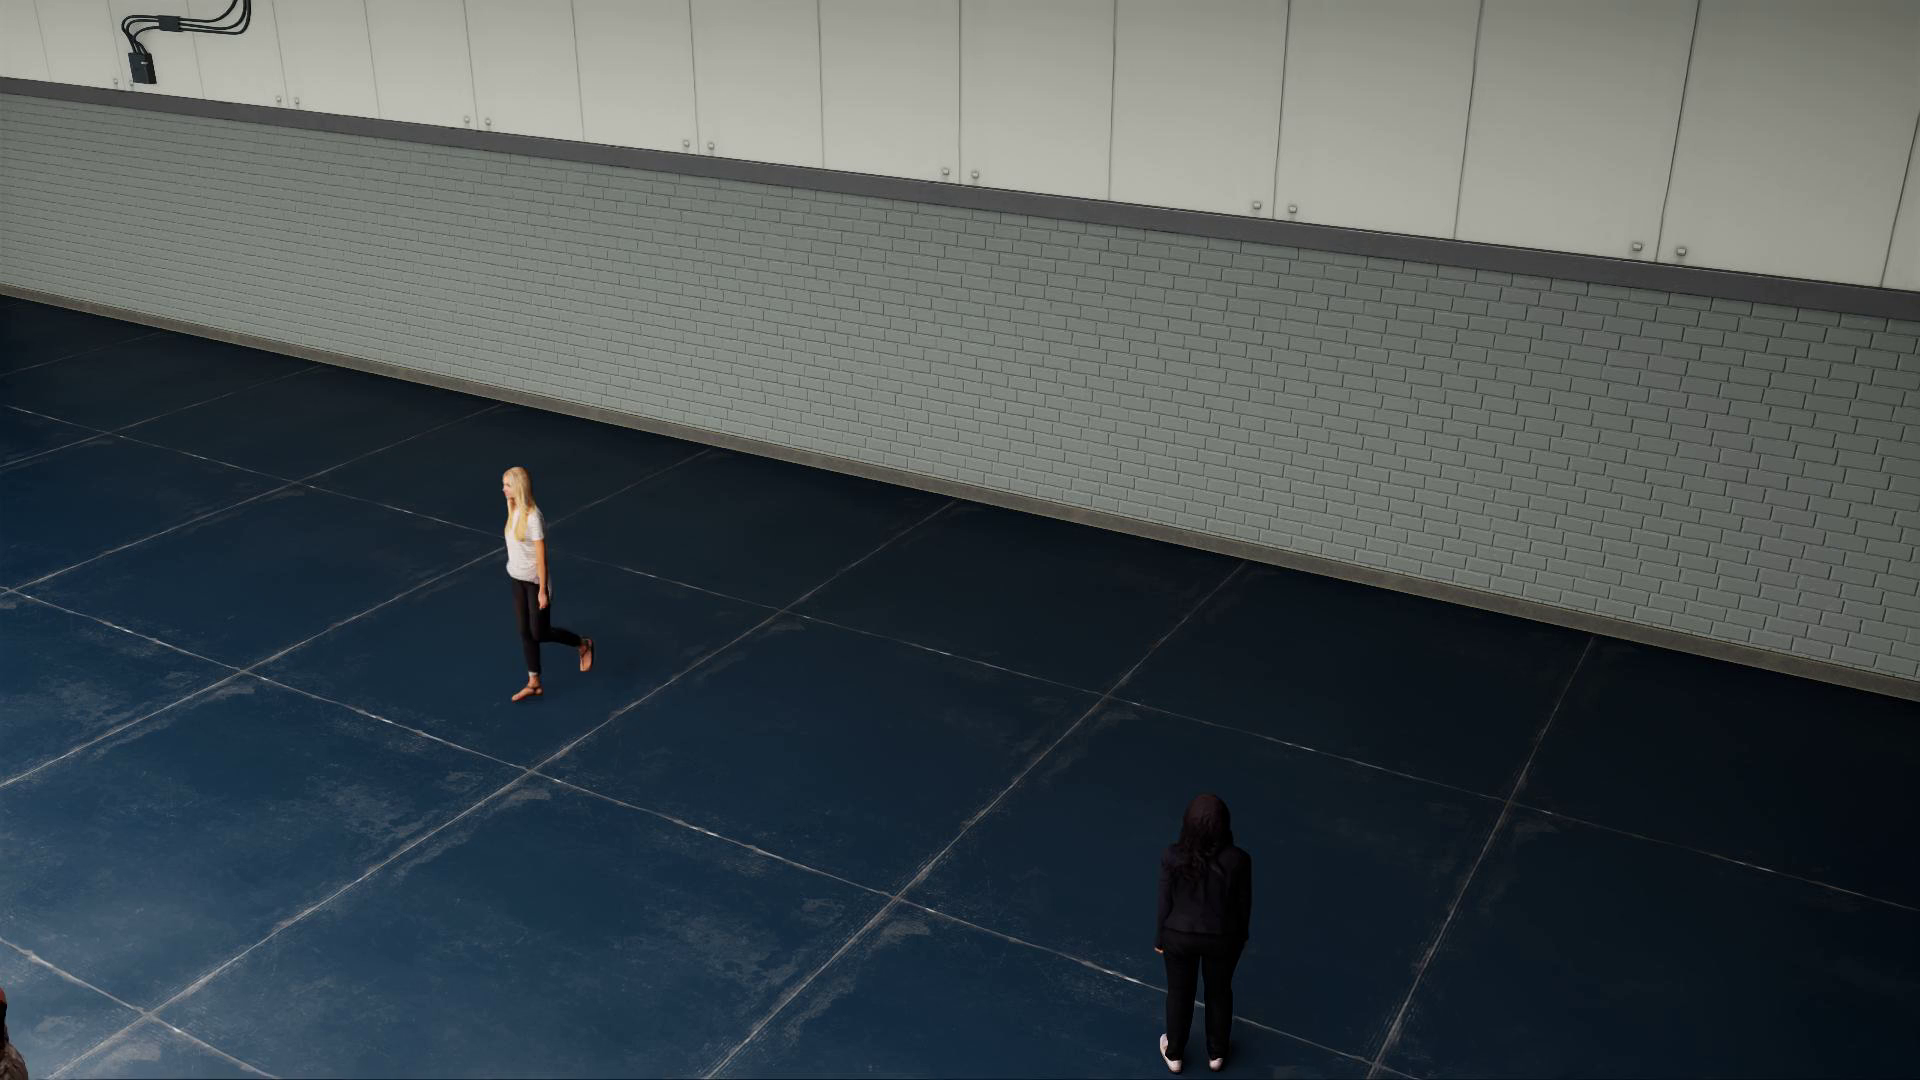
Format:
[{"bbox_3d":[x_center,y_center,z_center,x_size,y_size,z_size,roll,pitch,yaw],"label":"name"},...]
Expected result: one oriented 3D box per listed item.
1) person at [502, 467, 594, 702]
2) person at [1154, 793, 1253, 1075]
[{"bbox_3d":[-3.086,0.307,12.315,0.761,1.815,1.000,21,31,40],"label":"person"},{"bbox_3d":[1.239,2.025,8.530,0.763,1.617,0.787,0,23,0],"label":"person"}]
